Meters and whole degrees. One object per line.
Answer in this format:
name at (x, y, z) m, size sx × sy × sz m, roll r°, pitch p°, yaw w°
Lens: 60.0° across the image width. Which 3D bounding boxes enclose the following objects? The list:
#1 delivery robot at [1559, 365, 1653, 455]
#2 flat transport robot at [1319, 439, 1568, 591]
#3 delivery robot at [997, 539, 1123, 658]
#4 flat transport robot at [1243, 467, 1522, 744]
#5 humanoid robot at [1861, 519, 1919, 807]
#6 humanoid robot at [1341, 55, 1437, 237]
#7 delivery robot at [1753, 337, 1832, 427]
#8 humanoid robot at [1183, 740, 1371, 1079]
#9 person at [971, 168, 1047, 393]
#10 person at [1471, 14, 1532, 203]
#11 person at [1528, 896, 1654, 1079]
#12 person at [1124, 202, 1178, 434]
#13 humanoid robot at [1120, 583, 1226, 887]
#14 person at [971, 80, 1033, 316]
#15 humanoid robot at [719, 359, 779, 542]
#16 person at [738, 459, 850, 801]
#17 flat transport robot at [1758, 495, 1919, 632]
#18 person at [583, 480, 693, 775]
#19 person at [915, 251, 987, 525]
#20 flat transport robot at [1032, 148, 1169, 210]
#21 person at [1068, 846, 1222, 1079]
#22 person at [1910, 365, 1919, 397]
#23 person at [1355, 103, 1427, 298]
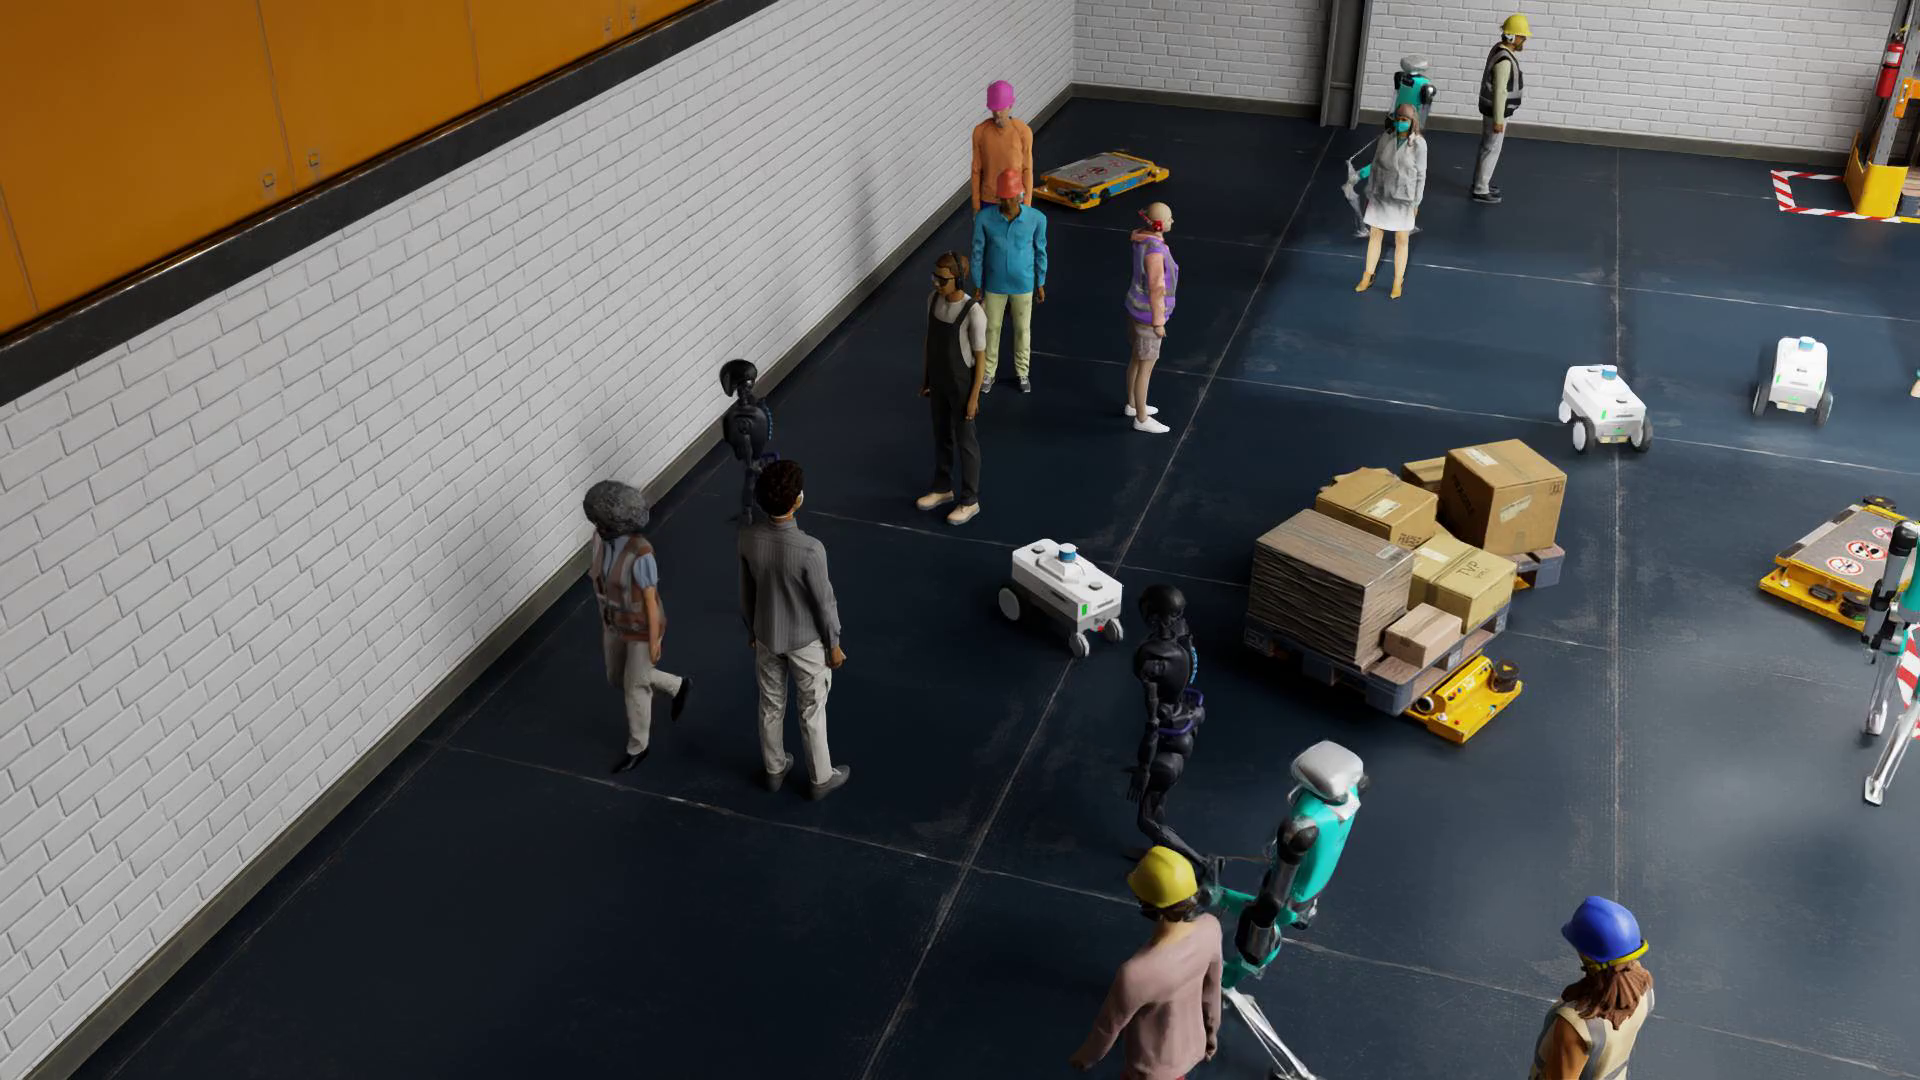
delivery robot at (4.634, -0.972, 11.974) m, size 0.499 × 0.572 × 0.747 m, roll -2°, pitch 31°, yaw -3°
flat transport robot at (2.837, 0.167, 10.342) m, size 1.431 × 0.231 × 0.659 m, roll -10°, pitch 32°, yaw -16°
delivery robot at (0.615, 0.296, 9.846) m, size 0.499 × 0.601 × 0.796 m, roll -21°, pitch 36°, yaw -32°
flat transport robot at (2.401, 0.661, 9.500) m, size 1.431 × 0.231 × 0.659 m, roll 26°, pitch 39°, yaw 37°
humanoid robot at (4.921, 0.427, 8.508) m, size 0.532 × 1.772 × 0.988 m, roll 17°, pitch 34°, yaw 26°
humanoid robot at (3.862, -3.488, 15.071) m, size 0.933 × 1.740 × 0.555 m, roll -10°, pitch 32°, yaw -17°
delivery robot at (6.250, -1.222, 12.406) m, size 0.499 × 0.579 × 0.753 m, roll 13°, pitch 33°, yaw 21°
humanoid robot at (1.110, 1.443, 6.778) m, size 1.044 × 1.760 × 0.531 m, roll 23°, pitch 38°, yaw 34°
person at (0.363, -1.932, 12.446) m, size 0.572 × 1.749 × 0.338 m, roll 1°, pitch 30°, yaw 2°
person at (5.272, -4.216, 16.271) m, size 0.403 × 1.818 × 0.598 m, roll 6°, pitch 31°, yaw 10°
person at (2.126, 1.955, 5.813) m, size 0.468 × 1.774 × 0.319 m, roll -20°, pitch 36°, yaw -30°
person at (1.361, -1.602, 11.943) m, size 0.347 × 1.694 × 0.479 m, roll -3°, pitch 31°, yaw -5°
humanoid robot at (1.037, 0.916, 7.685) m, size 0.542 × 1.632 × 0.613 m, roll 12°, pitch 32°, yaw 19°
person at (0.340, -2.816, 13.740) m, size 0.517 × 1.974 × 0.398 m, roll 4°, pitch 31°, yaw 7°
humanoid robot at (-1.162, -0.276, 9.703) m, size 0.402 × 1.640 × 0.603 m, roll -1°, pitch 30°, yaw -3°
person at (-0.840, 0.472, 8.217) m, size 0.532 × 1.899 × 0.395 m, roll 11°, pitch 32°, yaw 18°
flat transport robot at (5.675, 0.129, 10.406) m, size 1.431 × 0.231 × 0.659 m, roll -23°, pitch 37°, yaw -34°
person at (-1.644, 0.409, 8.553) m, size 0.453 × 1.664 × 0.555 m, roll 23°, pitch 38°, yaw 34°
person at (-0.054, -0.986, 10.749) m, size 0.346 × 1.846 × 0.506 m, roll -27°, pitch 40°, yaw -37°
flat transport robot at (1.428, -3.661, 16.853) m, size 0.659 × 0.231 × 1.431 m, roll 25°, pitch 39°, yaw 36°
person at (0.724, 1.843, 6.064) m, size 0.951 × 1.702 × 0.522 m, roll 24°, pitch 38°, yaw 35°
person at (7.472, -1.896, 12.274) m, size 0.542 × 1.864 × 0.370 m, roll 26°, pitch 39°, yaw 36°
person at (3.685, -2.882, 14.155) m, size 0.484 × 1.659 × 0.338 m, roll 17°, pitch 34°, yaw 26°
